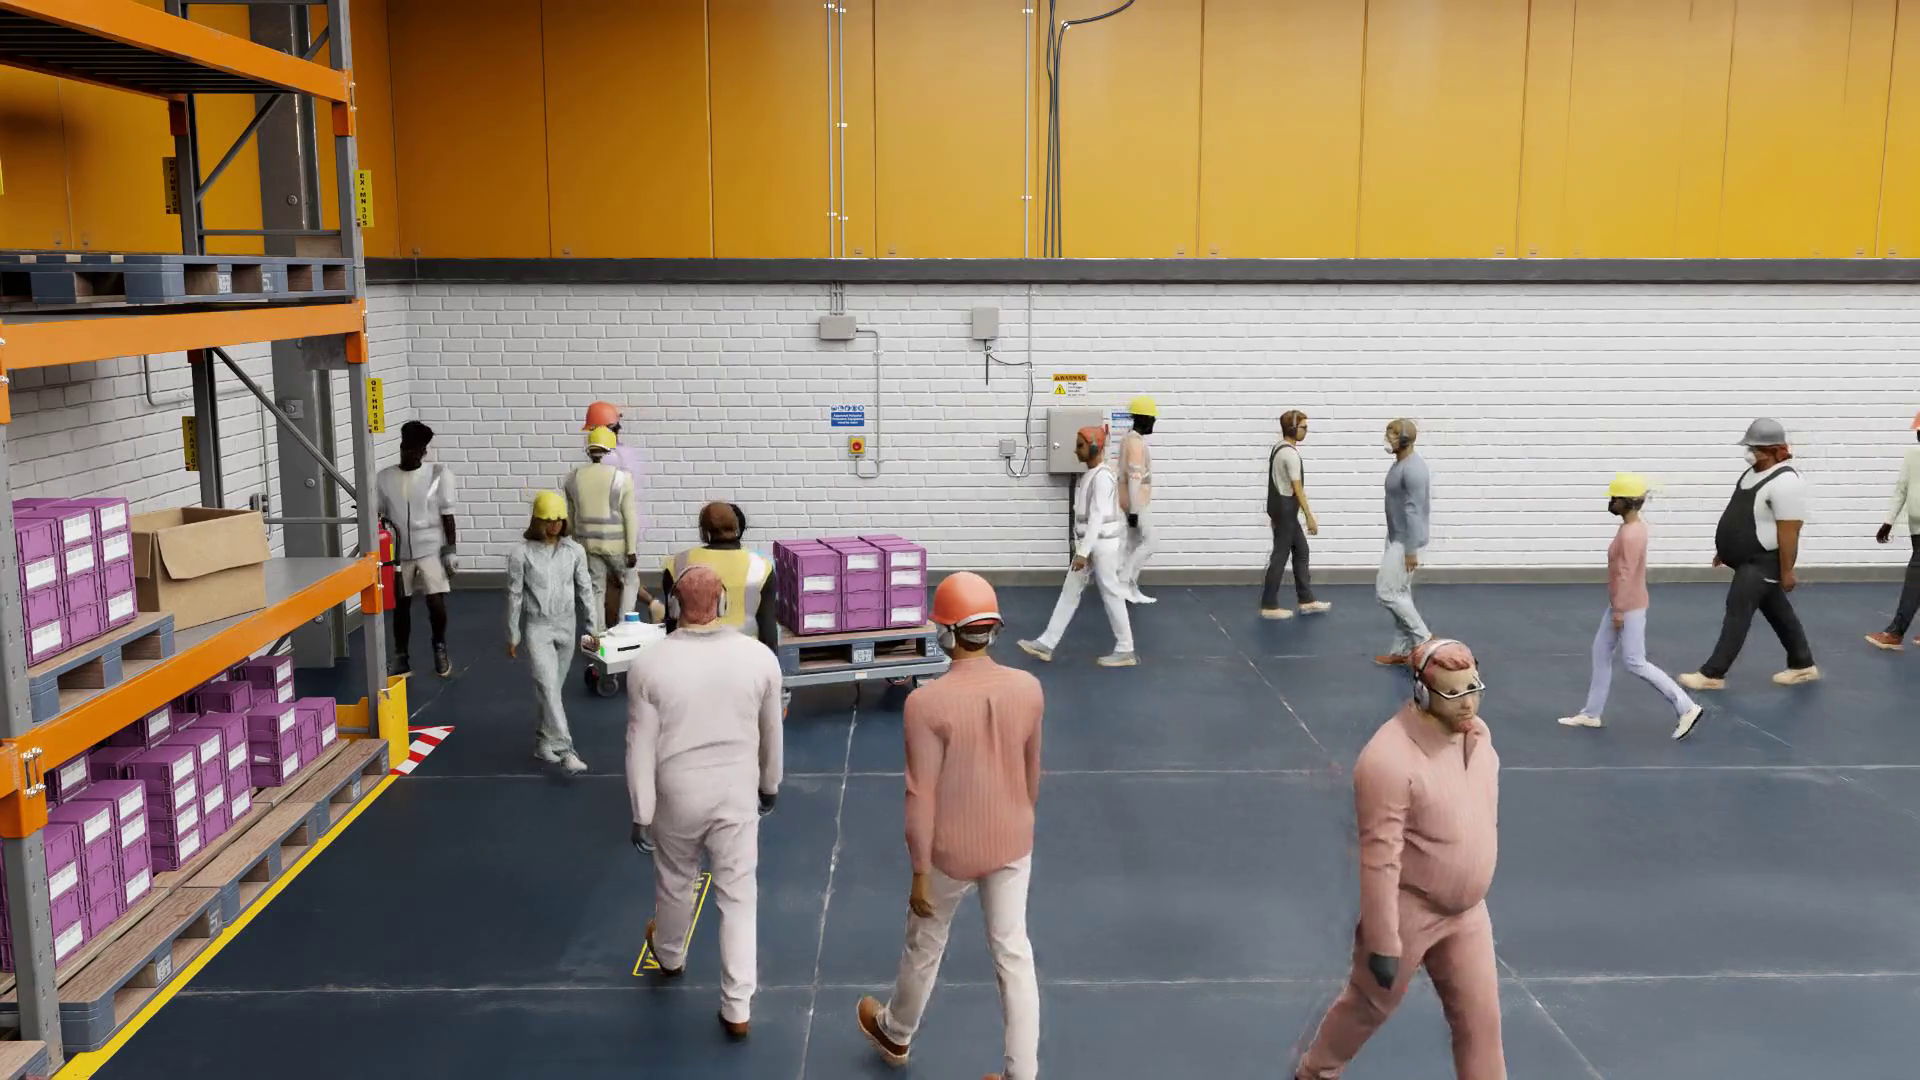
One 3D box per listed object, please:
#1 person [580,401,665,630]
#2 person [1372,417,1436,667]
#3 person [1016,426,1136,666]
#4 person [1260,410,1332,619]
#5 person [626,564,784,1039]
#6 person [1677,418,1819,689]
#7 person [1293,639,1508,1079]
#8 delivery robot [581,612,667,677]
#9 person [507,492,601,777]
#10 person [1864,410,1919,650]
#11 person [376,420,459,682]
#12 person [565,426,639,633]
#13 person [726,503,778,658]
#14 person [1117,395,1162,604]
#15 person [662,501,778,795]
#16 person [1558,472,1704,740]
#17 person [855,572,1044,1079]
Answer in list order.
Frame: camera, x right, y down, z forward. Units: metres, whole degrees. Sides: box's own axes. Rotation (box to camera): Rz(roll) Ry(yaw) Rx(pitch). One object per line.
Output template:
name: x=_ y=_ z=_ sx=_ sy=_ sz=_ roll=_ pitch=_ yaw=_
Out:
person: x=-2.654 y=-0.090 z=13.100 sx=0.642 sy=2.014 sz=0.610 roll=0 pitch=9 yaw=2
person: x=3.328 y=0.036 z=12.558 sx=0.436 sy=1.924 sz=0.649 roll=1 pitch=9 yaw=5
person: x=0.920 y=0.064 z=12.634 sx=0.929 sy=1.843 sz=0.589 roll=-2 pitch=9 yaw=-11
person: x=2.962 y=-0.206 z=14.369 sx=0.747 sy=1.822 sz=0.523 roll=0 pitch=9 yaw=2
person: x=-1.048 y=1.011 z=6.793 sx=0.676 sy=1.851 sz=1.004 roll=-4 pitch=10 yaw=-22
person: x=5.795 y=0.071 z=11.991 sx=1.031 sy=2.000 sz=0.694 roll=2 pitch=9 yaw=9
person: x=1.531 y=1.218 z=5.568 sx=0.659 sy=1.857 sz=1.011 roll=-7 pitch=11 yaw=-36
delivery robot: x=-2.363 y=0.763 z=12.003 sx=0.707 sy=0.478 sz=0.477 roll=-8 pitch=12 yaw=-40
person: x=-2.397 y=0.564 z=9.965 sx=0.512 sy=1.697 sz=0.866 roll=-8 pitch=12 yaw=-40
person: x=7.604 y=-0.091 z=13.269 sx=0.946 sy=1.950 sz=0.617 roll=-1 pitch=9 yaw=-4
person: x=-3.983 y=0.084 z=12.206 sx=0.715 sy=1.943 sz=0.414 roll=0 pitch=9 yaw=2
person: x=-2.762 y=0.018 z=12.987 sx=0.599 sy=1.818 sz=0.514 roll=2 pitch=9 yaw=9
person: x=-1.327 y=0.604 z=9.865 sx=0.541 sy=1.648 sz=0.822 roll=-6 pitch=11 yaw=-34
person: x=1.613 y=-0.352 z=14.991 sx=0.409 sy=1.912 sz=0.585 roll=0 pitch=9 yaw=0
person: x=-1.303 y=0.672 z=9.115 sx=0.609 sy=1.777 sz=0.958 roll=-1 pitch=9 yaw=-7
person: x=4.397 y=0.423 z=10.783 sx=0.823 sy=1.737 sz=0.528 roll=4 pitch=10 yaw=22
person: x=-0.013 y=1.075 z=6.111 sx=0.639 sy=1.947 sz=0.957 roll=-6 pitch=11 yaw=-31
